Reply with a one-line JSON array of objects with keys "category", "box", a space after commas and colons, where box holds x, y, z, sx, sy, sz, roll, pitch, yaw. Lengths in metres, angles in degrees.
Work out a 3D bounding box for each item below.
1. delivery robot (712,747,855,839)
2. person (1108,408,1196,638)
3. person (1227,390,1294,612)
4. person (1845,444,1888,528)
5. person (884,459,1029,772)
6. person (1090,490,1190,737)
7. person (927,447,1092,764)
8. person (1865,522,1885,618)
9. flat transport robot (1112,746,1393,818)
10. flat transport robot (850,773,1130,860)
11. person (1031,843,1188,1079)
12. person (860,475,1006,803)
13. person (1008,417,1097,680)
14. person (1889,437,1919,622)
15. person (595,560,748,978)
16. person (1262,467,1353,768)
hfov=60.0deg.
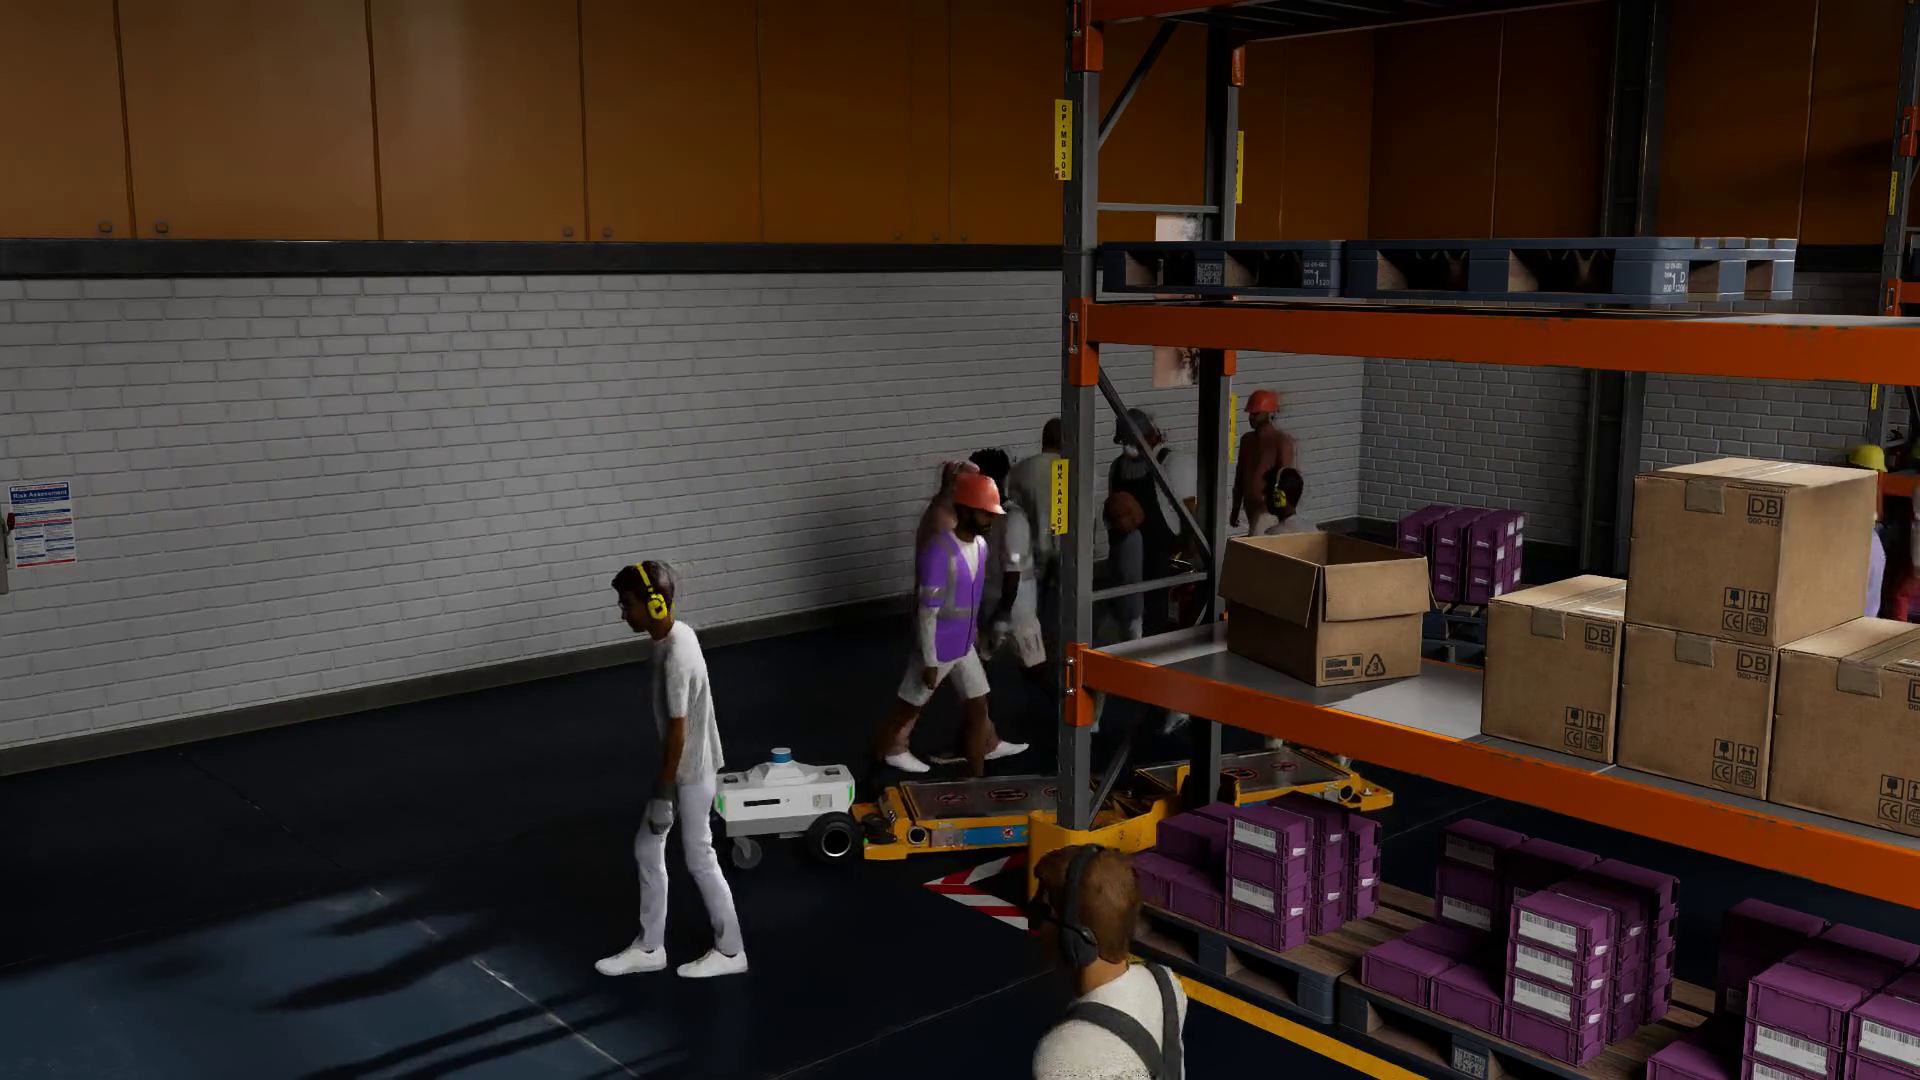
[{"category": "delivery robot", "box": [-0.900, 1.292, 8.387, 0.707, 0.478, 0.477, -2, 10, -14]}, {"category": "person", "box": [1.283, 0.014, 11.795, 0.999, 2.000, 0.750, -8, 13, -40]}, {"category": "person", "box": [2.543, -0.282, 13.810, 0.998, 1.956, 0.642, -5, 11, -25]}, {"category": "person", "box": [6.205, 0.168, 11.756, 0.535, 1.737, 0.610, -6, 12, -33]}, {"category": "person", "box": [-0.045, 0.451, 9.786, 0.937, 1.853, 0.670, 1, 10, 4]}, {"category": "person", "box": [1.052, 0.463, 10.445, 0.794, 1.590, 0.522, 3, 10, 18]}, {"category": "person", "box": [0.335, 0.400, 9.948, 0.992, 1.916, 0.646, -3, 10, -19]}, {"category": "person", "box": [4.793, 0.593, 8.896, 0.819, 1.875, 0.641, 5, 11, 28]}, {"category": "flat transport robot", "box": [1.585, 1.358, 9.104, 1.431, 0.197, 0.652, -4, 10, -22]}, {"category": "flat transport robot", "box": [0.170, 1.429, 8.689, 1.431, 0.197, 0.652, -2, 10, -10]}, {"category": "person", "box": [0.310, 1.531, 3.526, 0.437, 1.834, 0.504, 5, 11, 29]}, {"category": "person", "box": [-0.149, 0.562, 9.119, 0.945, 1.885, 0.595, 7, 12, 34]}, {"category": "person", "box": [0.659, 0.083, 11.925, 0.633, 1.917, 0.679, 3, 10, 15]}, {"category": "person", "box": [7.044, 0.098, 12.192, 0.538, 1.733, 0.781, -3, 10, -18]}, {"category": "person", "box": [-1.220, 0.968, 6.837, 0.733, 1.828, 0.582, -3, 10, -17]}, {"category": "person", "box": [1.928, 0.510, 9.475, 0.765, 1.841, 0.533, 7, 12, 37]}]
